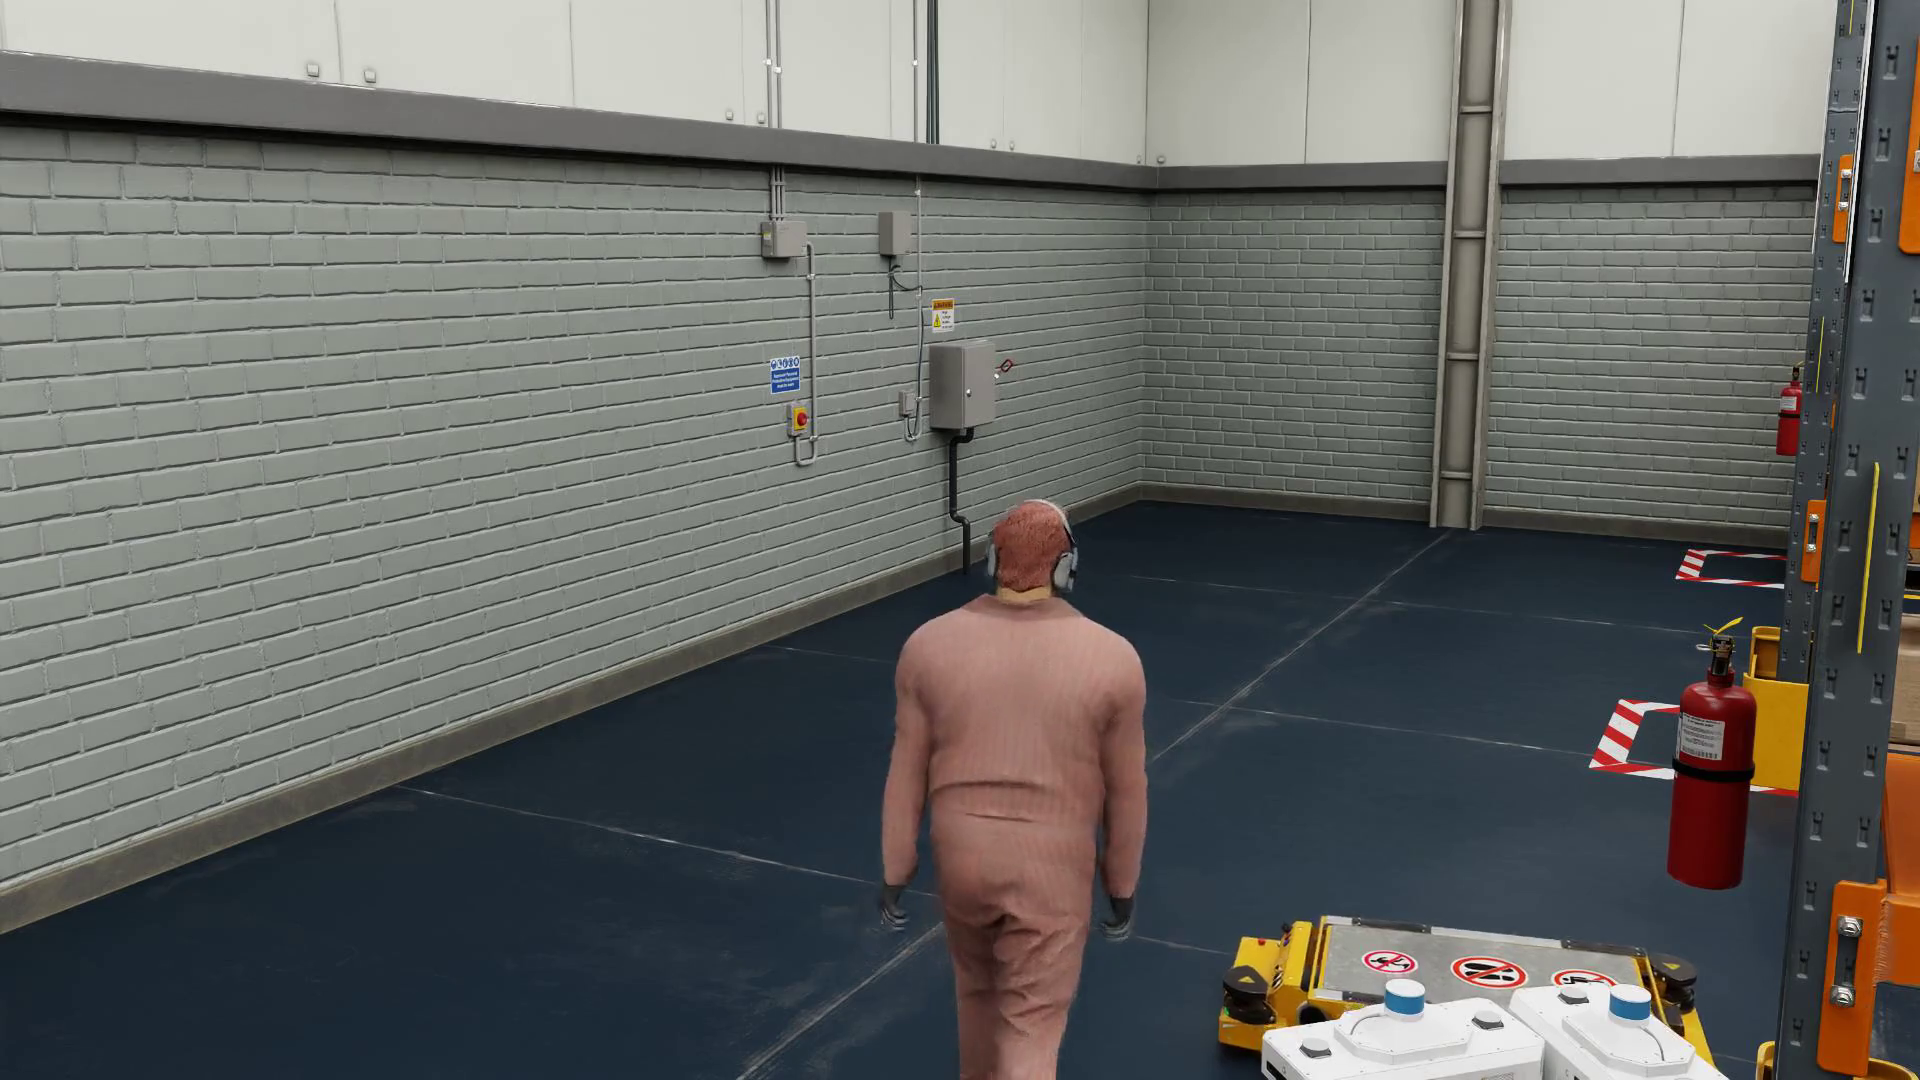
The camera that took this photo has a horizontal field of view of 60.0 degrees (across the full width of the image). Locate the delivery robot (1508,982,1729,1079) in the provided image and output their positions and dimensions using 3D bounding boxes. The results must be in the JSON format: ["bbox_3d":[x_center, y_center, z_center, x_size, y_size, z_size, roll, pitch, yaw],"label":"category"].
[{"bbox_3d":[1.740,1.409,4.352,0.477,0.478,0.707,-2,11,-11],"label":"delivery robot"}]

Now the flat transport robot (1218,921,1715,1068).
[{"bbox_3d":[1.571,1.440,5.223,1.431,0.197,0.652,3,11,16],"label":"flat transport robot"}]

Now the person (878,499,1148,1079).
[{"bbox_3d":[0.130,0.836,4.242,0.669,1.880,0.908,3,11,15],"label":"person"}]

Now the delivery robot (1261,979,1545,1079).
[{"bbox_3d":[1.163,1.404,4.389,0.707,0.478,0.477,-3,11,-17],"label":"delivery robot"}]
